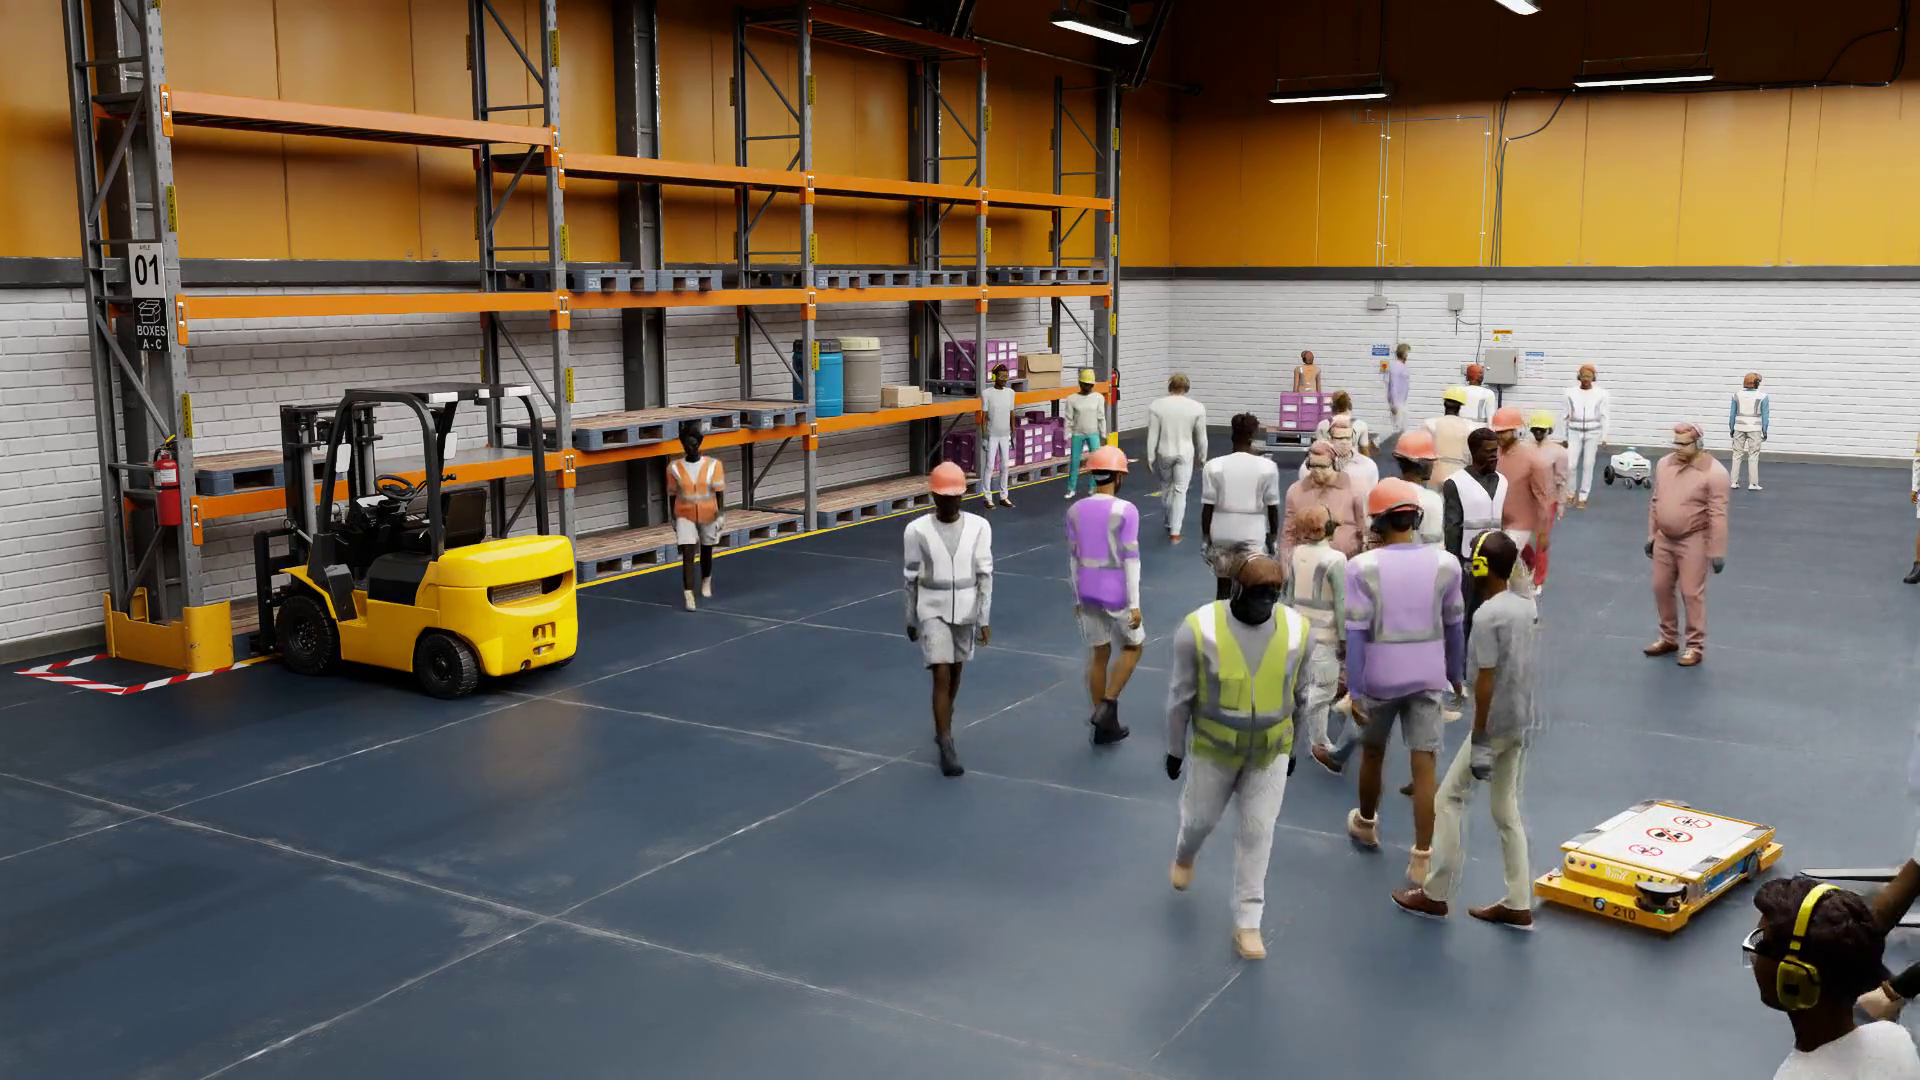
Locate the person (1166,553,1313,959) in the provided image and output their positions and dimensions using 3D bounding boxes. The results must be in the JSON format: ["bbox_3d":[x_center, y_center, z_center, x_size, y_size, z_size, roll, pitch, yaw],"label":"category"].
[{"bbox_3d":[1.243,0.907,7.553,0.648,1.810,0.768,0,9,-3],"label":"person"}]

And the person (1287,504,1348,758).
[{"bbox_3d":[2.121,0.582,10.142,0.629,1.612,0.514,-4,10,-21],"label":"person"}]

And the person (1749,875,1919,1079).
[{"bbox_3d":[1.643,1.561,3.304,0.559,1.856,0.387,-7,11,-37],"label":"person"}]

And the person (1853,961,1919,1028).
[{"bbox_3d":[3.756,1.178,6.240,0.524,1.669,0.558,4,10,25],"label":"person"}]

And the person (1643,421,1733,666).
[{"bbox_3d":[5.621,0.023,12.826,0.458,1.885,0.678,-5,10,-28],"label":"person"}]

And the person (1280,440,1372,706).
[{"bbox_3d":[2.517,0.237,11.555,0.664,1.855,0.857,8,12,40],"label":"person"}]

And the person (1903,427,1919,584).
[{"bbox_3d":[9.446,-0.513,16.007,0.359,1.936,0.544,-9,13,-43],"label":"person"}]

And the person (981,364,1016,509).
[{"bbox_3d":[0.493,-1.325,21.316,0.513,1.861,0.327,-5,10,-29],"label":"person"}]

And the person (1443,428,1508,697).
[{"bbox_3d":[3.685,0.148,11.931,0.587,1.920,0.392,-6,11,-33],"label":"person"}]

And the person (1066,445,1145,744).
[{"bbox_3d":[0.957,0.351,10.674,0.579,1.911,0.426,8,12,40],"label":"person"}]

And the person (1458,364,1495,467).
[{"bbox_3d":[6.425,-1.270,20.893,0.585,1.881,0.337,7,11,35],"label":"person"}]

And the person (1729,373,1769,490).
[{"bbox_3d":[10.972,-1.508,23.145,0.311,1.636,0.521,-8,12,-42],"label":"person"}]

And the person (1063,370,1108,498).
[{"bbox_3d":[1.668,-1.392,22.130,0.610,1.730,0.624,-1,9,-3],"label":"person"}]

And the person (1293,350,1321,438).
[{"bbox_3d":[6.177,-2.550,29.628,0.521,1.643,0.306,-2,9,-11],"label":"person"}]

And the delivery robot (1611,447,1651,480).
[{"bbox_3d":[9.452,-1.062,23.437,0.477,0.478,0.707,0,9,3],"label":"delivery robot"}]

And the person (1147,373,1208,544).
[{"bbox_3d":[2.465,-0.936,18.777,0.660,1.884,1.011,2,9,13],"label":"person"}]

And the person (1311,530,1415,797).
[{"bbox_3d":[2.464,0.671,9.684,0.514,1.586,0.854,-5,10,-28],"label":"person"}]

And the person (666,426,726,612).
[{"bbox_3d":[-2.393,-0.226,15.122,0.524,1.650,0.894,-2,9,-10],"label":"person"}]

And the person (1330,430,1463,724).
[{"bbox_3d":[2.875,0.280,10.864,0.998,2.013,0.617,-3,10,-18],"label":"person"}]

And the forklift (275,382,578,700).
[{"bbox_3d":[-3.974,-0.067,12.417,2.313,2.155,1.214,5,11,30],"label":"forklift"}]

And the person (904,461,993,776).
[{"bbox_3d":[-0.088,0.433,10.295,0.533,1.890,1.010,-2,9,-12],"label":"person"}]

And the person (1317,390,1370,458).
[{"bbox_3d":[3.971,-0.639,17.164,0.549,1.811,0.739,4,10,23],"label":"person"}]

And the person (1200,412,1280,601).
[{"bbox_3d":[2.185,-0.026,12.998,0.619,1.938,0.801,1,9,6],"label":"person"}]

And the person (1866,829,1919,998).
[{"bbox_3d":[4.137,1.003,6.733,1.009,1.884,0.546,4,10,24],"label":"person"}]

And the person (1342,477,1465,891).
[{"bbox_3d":[2.218,0.681,8.364,0.667,1.985,1.027,0,9,2],"label":"person"}]

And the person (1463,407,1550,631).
[{"bbox_3d":[4.473,-0.129,13.610,1.079,1.926,0.603,-6,11,-32],"label":"person"}]

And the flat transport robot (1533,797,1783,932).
[{"bbox_3d":[3.467,1.567,8.202,0.652,0.197,1.431,9,13,44],"label":"flat transport robot"}]

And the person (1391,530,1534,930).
[{"bbox_3d":[2.378,0.870,7.717,0.533,1.831,0.748,-9,13,-44],"label":"person"}]

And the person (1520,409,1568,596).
[{"bbox_3d":[5.415,-0.359,15.583,0.536,1.749,0.401,7,11,37],"label":"person"}]

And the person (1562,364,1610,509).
[{"bbox_3d":[7.932,-1.302,21.144,0.580,1.861,0.579,4,10,25],"label":"person"}]

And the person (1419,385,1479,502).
[{"bbox_3d":[4.854,-0.597,16.639,0.605,1.900,0.439,1,9,6],"label":"person"}]

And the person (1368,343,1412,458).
[{"bbox_3d":[6.948,-2.191,26.528,0.677,1.920,0.634,5,10,27],"label":"person"}]

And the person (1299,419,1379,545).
[{"bbox_3d":[3.033,-0.047,13.334,0.655,1.874,0.932,0,9,-1],"label":"person"}]
